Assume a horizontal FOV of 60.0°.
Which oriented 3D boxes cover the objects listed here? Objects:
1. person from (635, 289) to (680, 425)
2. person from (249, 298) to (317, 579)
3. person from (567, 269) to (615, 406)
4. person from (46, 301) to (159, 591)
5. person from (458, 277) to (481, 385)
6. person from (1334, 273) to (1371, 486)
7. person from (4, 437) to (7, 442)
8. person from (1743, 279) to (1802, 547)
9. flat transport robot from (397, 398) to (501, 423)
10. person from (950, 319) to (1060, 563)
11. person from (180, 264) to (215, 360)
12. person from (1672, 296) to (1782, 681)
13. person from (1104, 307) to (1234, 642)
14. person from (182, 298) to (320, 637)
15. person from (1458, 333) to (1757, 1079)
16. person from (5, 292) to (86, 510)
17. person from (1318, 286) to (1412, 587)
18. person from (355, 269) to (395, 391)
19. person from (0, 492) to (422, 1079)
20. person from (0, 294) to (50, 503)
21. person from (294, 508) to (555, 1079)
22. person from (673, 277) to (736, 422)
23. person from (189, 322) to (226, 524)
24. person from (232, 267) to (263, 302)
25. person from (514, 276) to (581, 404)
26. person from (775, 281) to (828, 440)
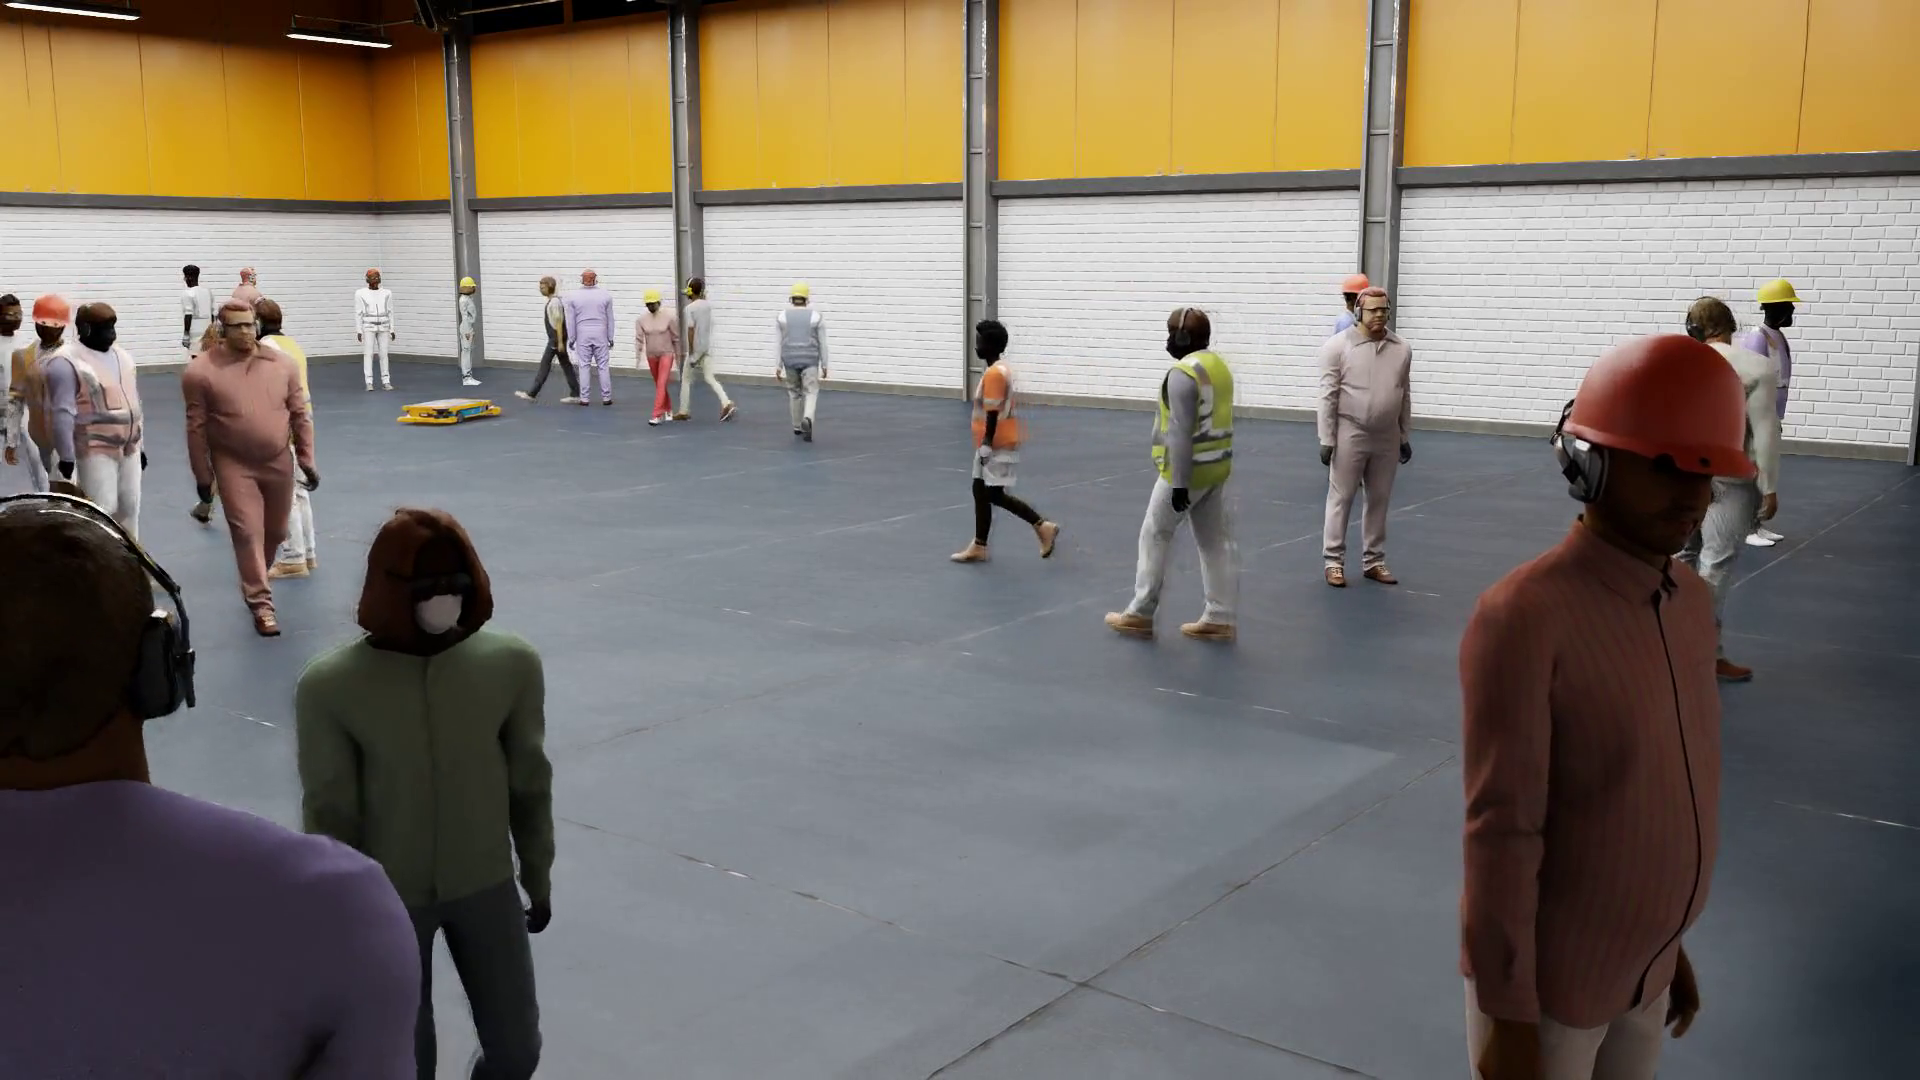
[{"bbox_3d":[-3.764,-2.296,20.805,0.528,1.686,0.978,1,10,7],"label":"person"},{"bbox_3d":[-4.486,-0.666,10.934,0.433,1.829,0.650,0,10,0],"label":"person"},{"bbox_3d":[-5.151,-2.828,23.255,0.638,1.911,0.402,-2,10,-13],"label":"person"},{"bbox_3d":[-5.357,-0.569,10.348,0.531,1.829,0.635,2,10,14],"label":"person"},{"bbox_3d":[-7.954,-3.383,26.965,0.295,1.744,0.484,-1,10,-8],"label":"person"},{"bbox_3d":[3.592,-1.463,15.226,0.374,1.933,0.550,3,10,16],"label":"person"},{"bbox_3d":[-10.772,-1.843,17.875,0.926,1.780,0.623,-2,10,-14],"label":"person"},{"bbox_3d":[5.871,-0.926,12.117,0.364,1.930,0.588,7,12,37],"label":"person"},{"bbox_3d":[-6.484,-1.647,21.139,0.652,0.197,1.431,2,10,13],"label":"flat transport robot"},{"bbox_3d":[0.303,-0.656,11.277,0.673,1.676,0.544,0,10,-2],"label":"person"},{"bbox_3d":[-11.097,-3.022,24.220,0.366,1.960,0.614,3,10,15],"label":"person"},{"bbox_3d":[3.760,-0.263,8.385,0.457,1.897,0.695,-7,12,-35],"label":"person"},{"bbox_3d":[1.162,-0.356,9.130,0.807,1.813,0.662,6,12,33],"label":"person"},{"bbox_3d":[-4.042,-0.440,9.472,0.647,1.877,0.906,-9,13,-41],"label":"person"},{"bbox_3d":[1.008,0.672,2.642,0.610,1.989,0.392,-8,13,-40],"label":"person"},{"bbox_3d":[-5.948,-0.697,10.996,0.564,1.869,1.042,1,10,8],"label":"person"},{"bbox_3d":[2.593,-0.652,10.590,0.652,1.906,0.403,-3,10,-15],"label":"person"},{"bbox_3d":[-9.065,-3.254,25.803,0.584,1.883,0.344,-7,12,-34],"label":"person"},{"bbox_3d":[-0.780,0.917,1.510,0.628,1.904,0.905,-3,10,-19],"label":"person"},{"bbox_3d":[-7.430,-1.013,12.996,0.982,1.805,0.511,4,10,21],"label":"person"},{"bbox_3d":[-1.048,0.735,3.344,0.505,1.623,0.340,-6,11,-29],"label":"person"},{"bbox_3d":[-3.259,-2.397,20.983,0.930,1.841,0.515,6,12,32],"label":"person"},{"bbox_3d":[-5.650,-0.870,12.779,0.854,1.585,0.515,8,13,41],"label":"person"},{"bbox_3d":[-10.965,-3.268,25.807,0.641,1.913,0.408,7,12,35],"label":"person"},{"bbox_3d":[-5.802,-2.790,23.366,0.974,1.787,0.547,-2,10,-11],"label":"person"},{"bbox_3d":[-1.808,-2.032,18.911,0.611,1.809,0.782,0,10,2],"label":"person"}]
